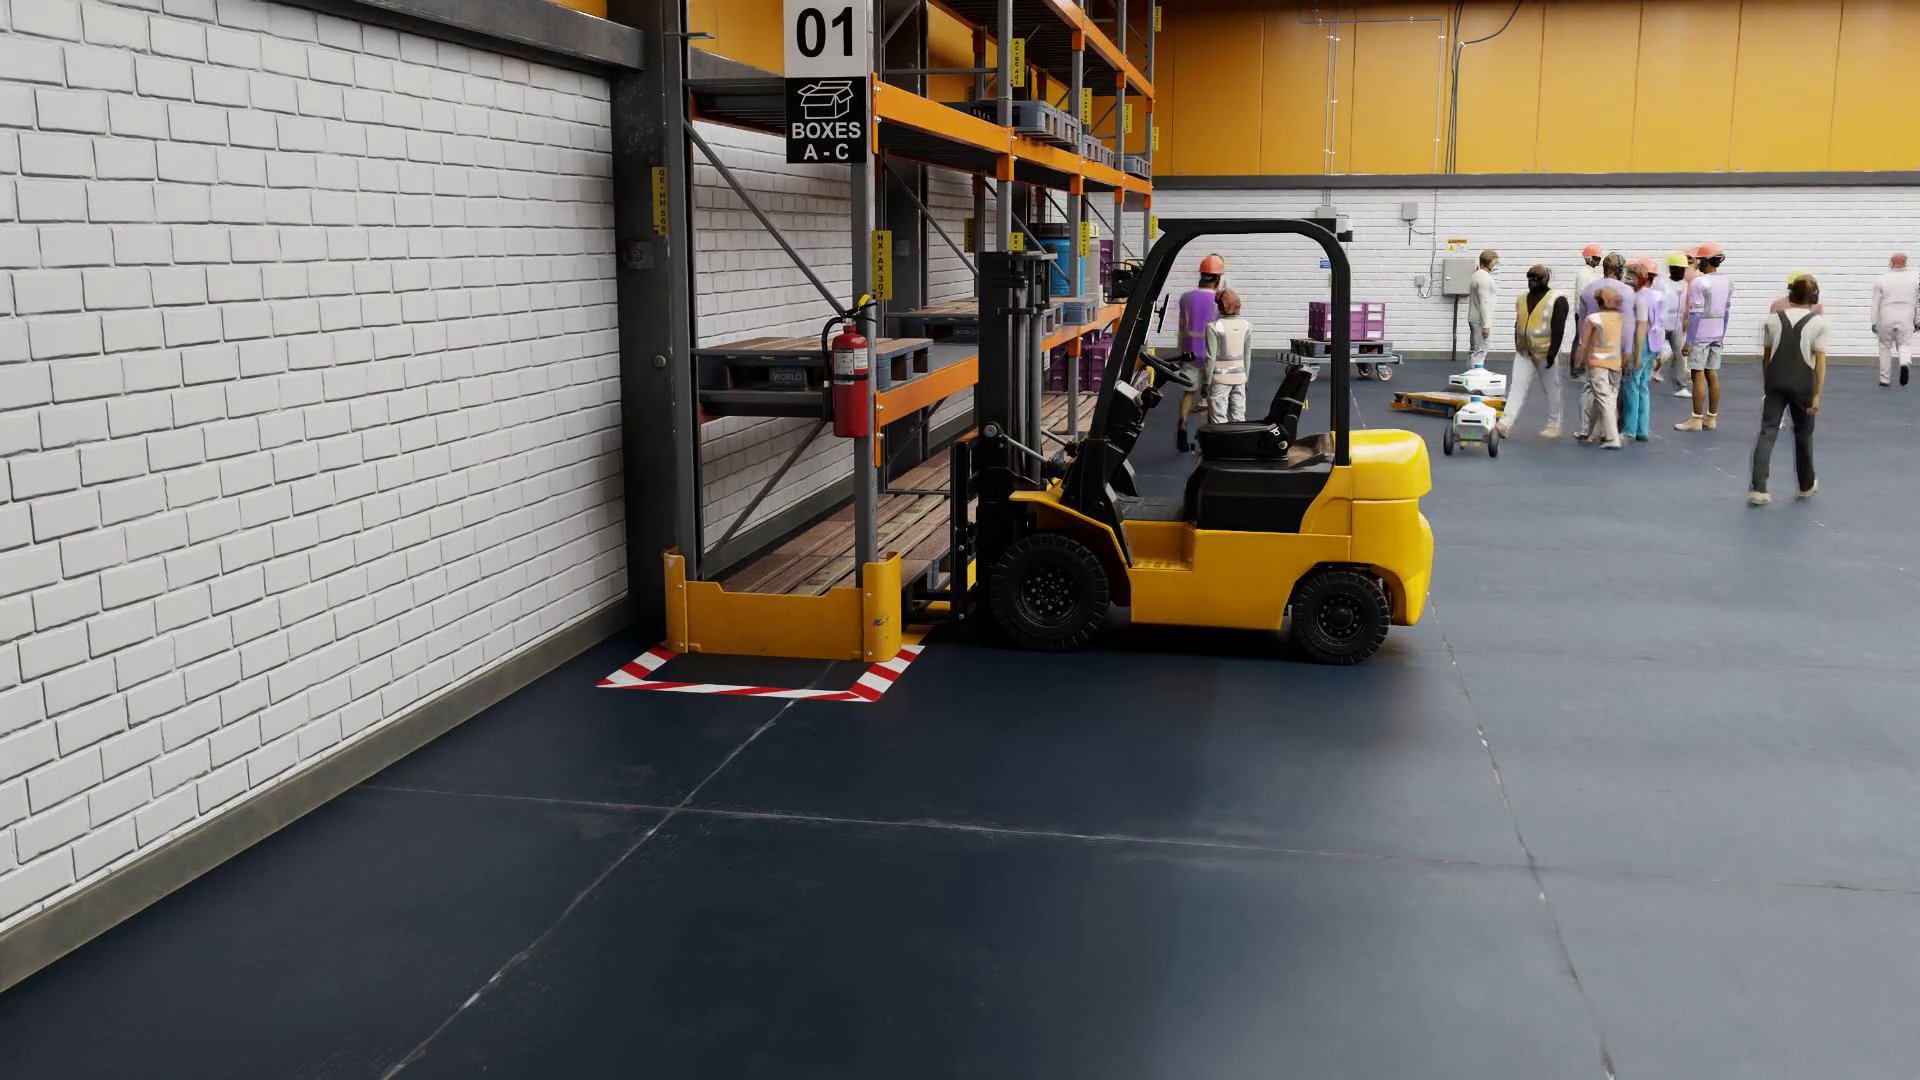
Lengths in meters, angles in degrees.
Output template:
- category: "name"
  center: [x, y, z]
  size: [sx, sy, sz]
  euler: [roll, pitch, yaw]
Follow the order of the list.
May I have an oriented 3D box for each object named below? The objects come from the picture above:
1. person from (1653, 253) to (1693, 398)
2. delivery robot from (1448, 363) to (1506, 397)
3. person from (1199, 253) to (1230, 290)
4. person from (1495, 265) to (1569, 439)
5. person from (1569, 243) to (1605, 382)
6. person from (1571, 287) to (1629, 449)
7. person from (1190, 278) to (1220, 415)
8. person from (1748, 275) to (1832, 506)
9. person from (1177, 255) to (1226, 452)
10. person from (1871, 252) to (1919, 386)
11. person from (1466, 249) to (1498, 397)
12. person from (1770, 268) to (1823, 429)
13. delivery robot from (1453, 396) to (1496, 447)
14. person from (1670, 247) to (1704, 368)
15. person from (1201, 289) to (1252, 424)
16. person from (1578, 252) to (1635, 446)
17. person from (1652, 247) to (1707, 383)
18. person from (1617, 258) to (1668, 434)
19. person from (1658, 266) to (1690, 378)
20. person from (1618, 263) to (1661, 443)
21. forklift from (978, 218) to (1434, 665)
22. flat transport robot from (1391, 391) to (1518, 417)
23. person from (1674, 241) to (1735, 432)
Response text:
- category: "person"
  center: [9.300, -2.834, 21.922]
  size: [0.591, 1.889, 0.950]
  euler: [-4, 11, -20]
- category: "delivery robot"
  center: [6.277, -1.897, 20.166]
  size: [0.707, 0.478, 0.477]
  euler: [-6, 12, -29]
- category: "person"
  center: [3.709, -3.271, 24.393]
  size: [0.542, 1.852, 0.628]
  euler: [8, 13, 38]
- category: "person"
  center: [5.911, -1.920, 17.140]
  size: [0.981, 1.787, 0.636]
  euler: [-8, 13, -36]
- category: "person"
  center: [9.091, -3.286, 24.090]
  size: [0.401, 1.990, 0.622]
  euler: [8, 13, 37]
- category: "person"
  center: [6.386, -1.716, 16.570]
  size: [0.520, 1.595, 0.841]
  euler: [-4, 11, -19]
- category: "person"
  center: [2.902, -2.291, 19.621]
  size: [0.289, 1.634, 0.499]
  euler: [-2, 11, -13]
- category: "person"
  center: [6.522, -1.167, 13.040]
  size: [0.512, 1.797, 0.984]
  euler: [9, 14, 41]
- category: "person"
  center: [2.334, -1.763, 15.933]
  size: [0.588, 1.920, 0.712]
  euler: [5, 12, 27]
- category: "person"
  center: [13.041, -3.057, 23.154]
  size: [0.651, 1.886, 0.602]
  euler: [4, 11, 19]
- category: "person"
  center: [6.737, -2.776, 21.463]
  size: [0.373, 1.935, 0.628]
  euler: [1, 10, 7]
- category: "person"
  center: [9.052, -2.067, 18.089]
  size: [0.531, 1.756, 0.396]
  euler: [7, 13, 36]
- category: "delivery robot"
  center: [4.980, -1.153, 16.088]
  size: [0.477, 0.478, 0.707]
  euler: [4, 11, 22]
- category: "person"
  center: [11.635, -3.684, 26.467]
  size: [0.375, 1.932, 0.544]
  euler: [-3, 11, -18]
- category: "person"
  center: [2.320, -1.357, 14.486]
  size: [0.525, 1.639, 0.307]
  euler: [-7, 12, -32]
- category: "person"
  center: [6.486, -1.910, 16.702]
  size: [0.353, 1.936, 0.635]
  euler: [-5, 12, -28]
- category: "person"
  center: [10.320, -3.212, 23.819]
  size: [0.869, 1.963, 0.629]
  euler: [0, 10, -2]
- category: "person"
  center: [7.008, -1.970, 17.237]
  size: [0.551, 1.887, 0.977]
  euler: [6, 12, 31]
- category: "person"
  center: [10.563, -3.302, 24.736]
  size: [0.613, 1.790, 0.964]
  euler: [-6, 12, -31]
- category: "person"
  center: [6.903, -1.898, 16.941]
  size: [0.440, 1.832, 0.786]
  euler: [4, 11, 22]
- category: "forklift"
  center: [1.285, -0.567, 8.635]
  size: [2.313, 2.155, 1.214]
  euler: [2, 11, 11]
- category: "flat transport robot"
  center: [5.800, -1.597, 19.557]
  size: [0.652, 0.197, 1.431]
  euler: [-5, 11, -25]
- category: "person"
  center: [7.990, -2.177, 17.876]
  size: [0.613, 2.043, 0.374]
  euler: [-6, 12, -30]
